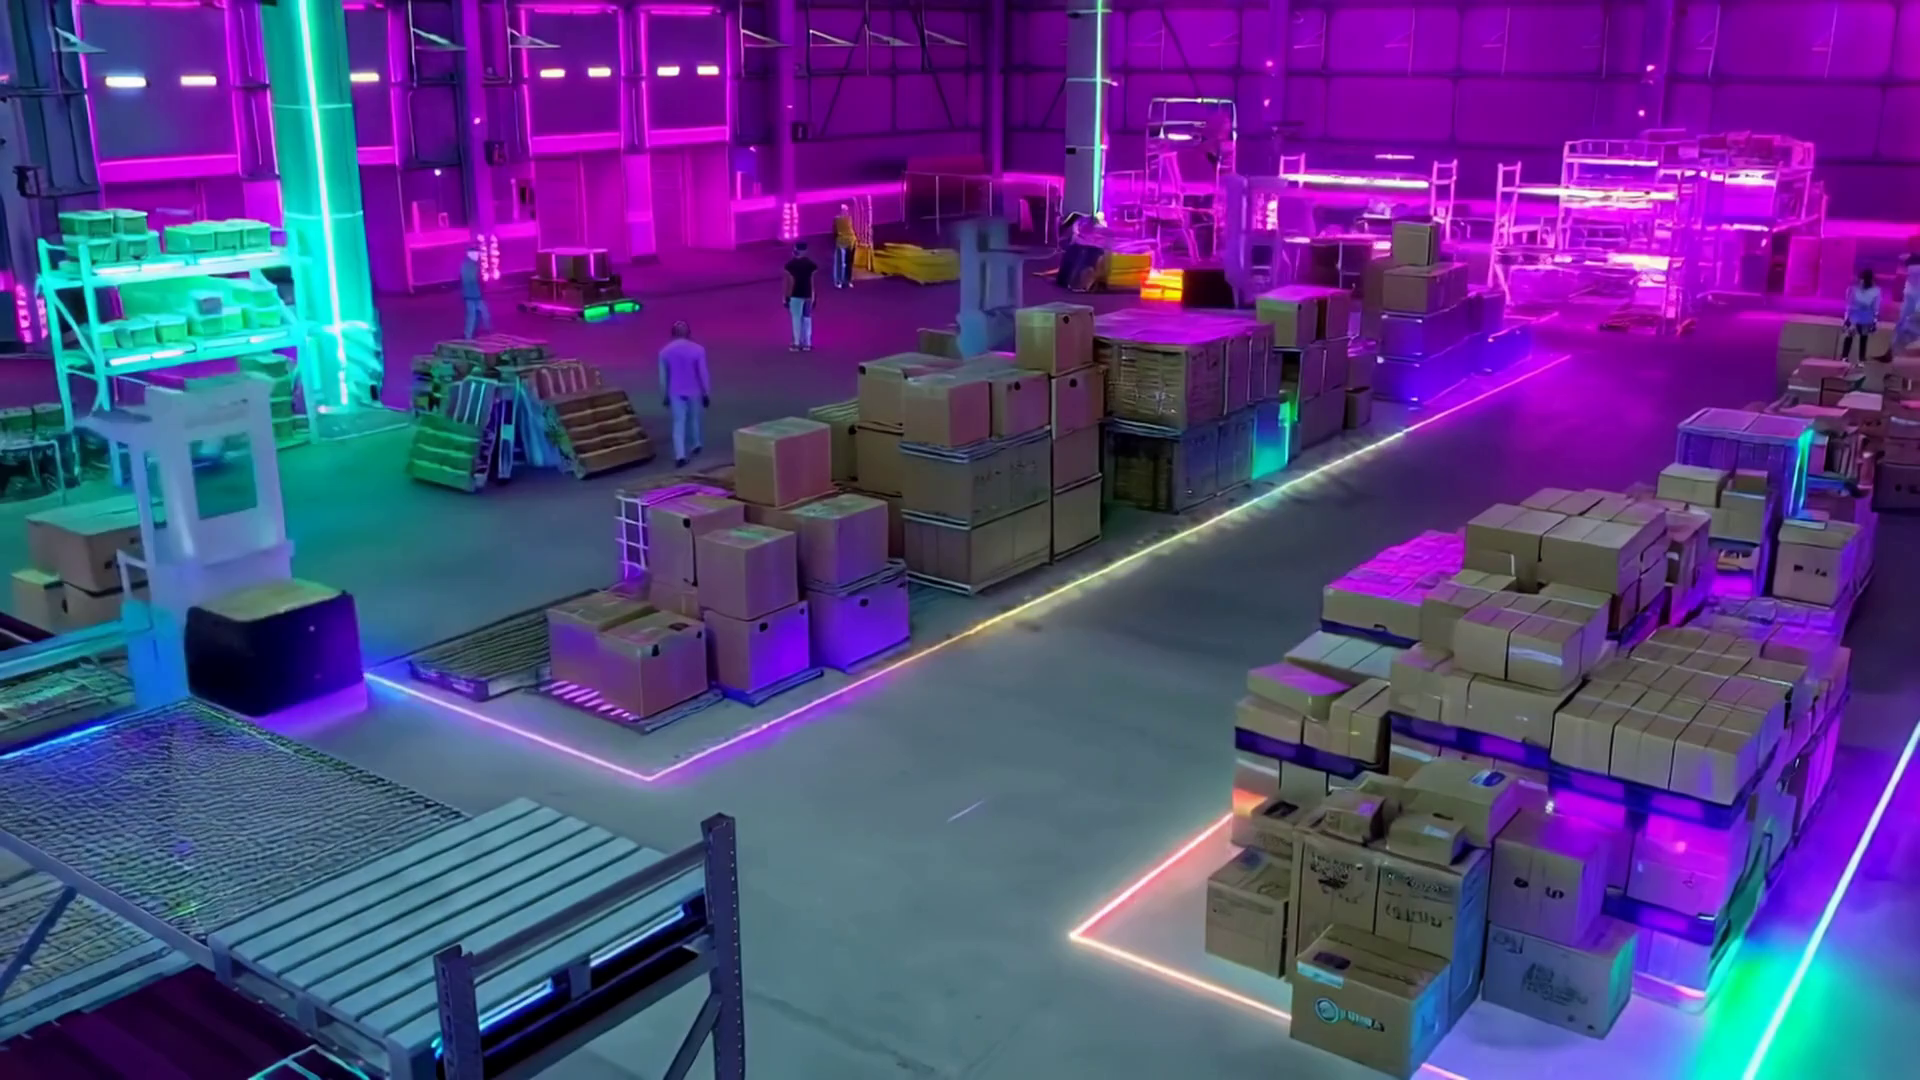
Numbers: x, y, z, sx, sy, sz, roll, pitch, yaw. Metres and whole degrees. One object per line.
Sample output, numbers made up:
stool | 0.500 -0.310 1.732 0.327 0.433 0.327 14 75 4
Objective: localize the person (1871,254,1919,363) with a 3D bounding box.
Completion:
person | 16.311 -3.928 28.460 0.918 1.904 0.544 6 18 18

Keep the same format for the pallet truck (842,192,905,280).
pallet truck | -1.936 -7.159 38.982 1.885 1.965 0.823 -12 21 -34

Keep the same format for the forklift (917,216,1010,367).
forklift | 0.347 -3.514 25.409 1.873 2.768 1.129 12 21 35

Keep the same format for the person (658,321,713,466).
person | -3.610 -1.936 21.942 0.701 1.858 1.058 -1 17 -2

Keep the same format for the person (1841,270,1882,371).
person | 15.181 -3.700 28.033 0.538 1.698 0.320 8 19 26

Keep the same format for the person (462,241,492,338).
person | -8.739 -4.468 30.228 0.741 1.898 0.602 -14 22 -39

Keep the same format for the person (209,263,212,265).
person | -14.060 -4.570 30.972 0.825 1.655 0.554 -15 22 -40

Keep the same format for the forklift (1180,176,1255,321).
forklift | 5.314 -5.705 32.664 1.873 2.768 1.129 2 17 8

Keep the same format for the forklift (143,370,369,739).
forklift | -5.930 0.066 13.557 1.873 2.768 1.129 12 21 35

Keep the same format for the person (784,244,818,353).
person | -2.829 -4.308 29.672 0.635 1.927 0.372 -8 19 -25

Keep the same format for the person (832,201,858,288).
person | -2.573 -6.632 37.383 0.584 1.918 0.408 3 17 10
